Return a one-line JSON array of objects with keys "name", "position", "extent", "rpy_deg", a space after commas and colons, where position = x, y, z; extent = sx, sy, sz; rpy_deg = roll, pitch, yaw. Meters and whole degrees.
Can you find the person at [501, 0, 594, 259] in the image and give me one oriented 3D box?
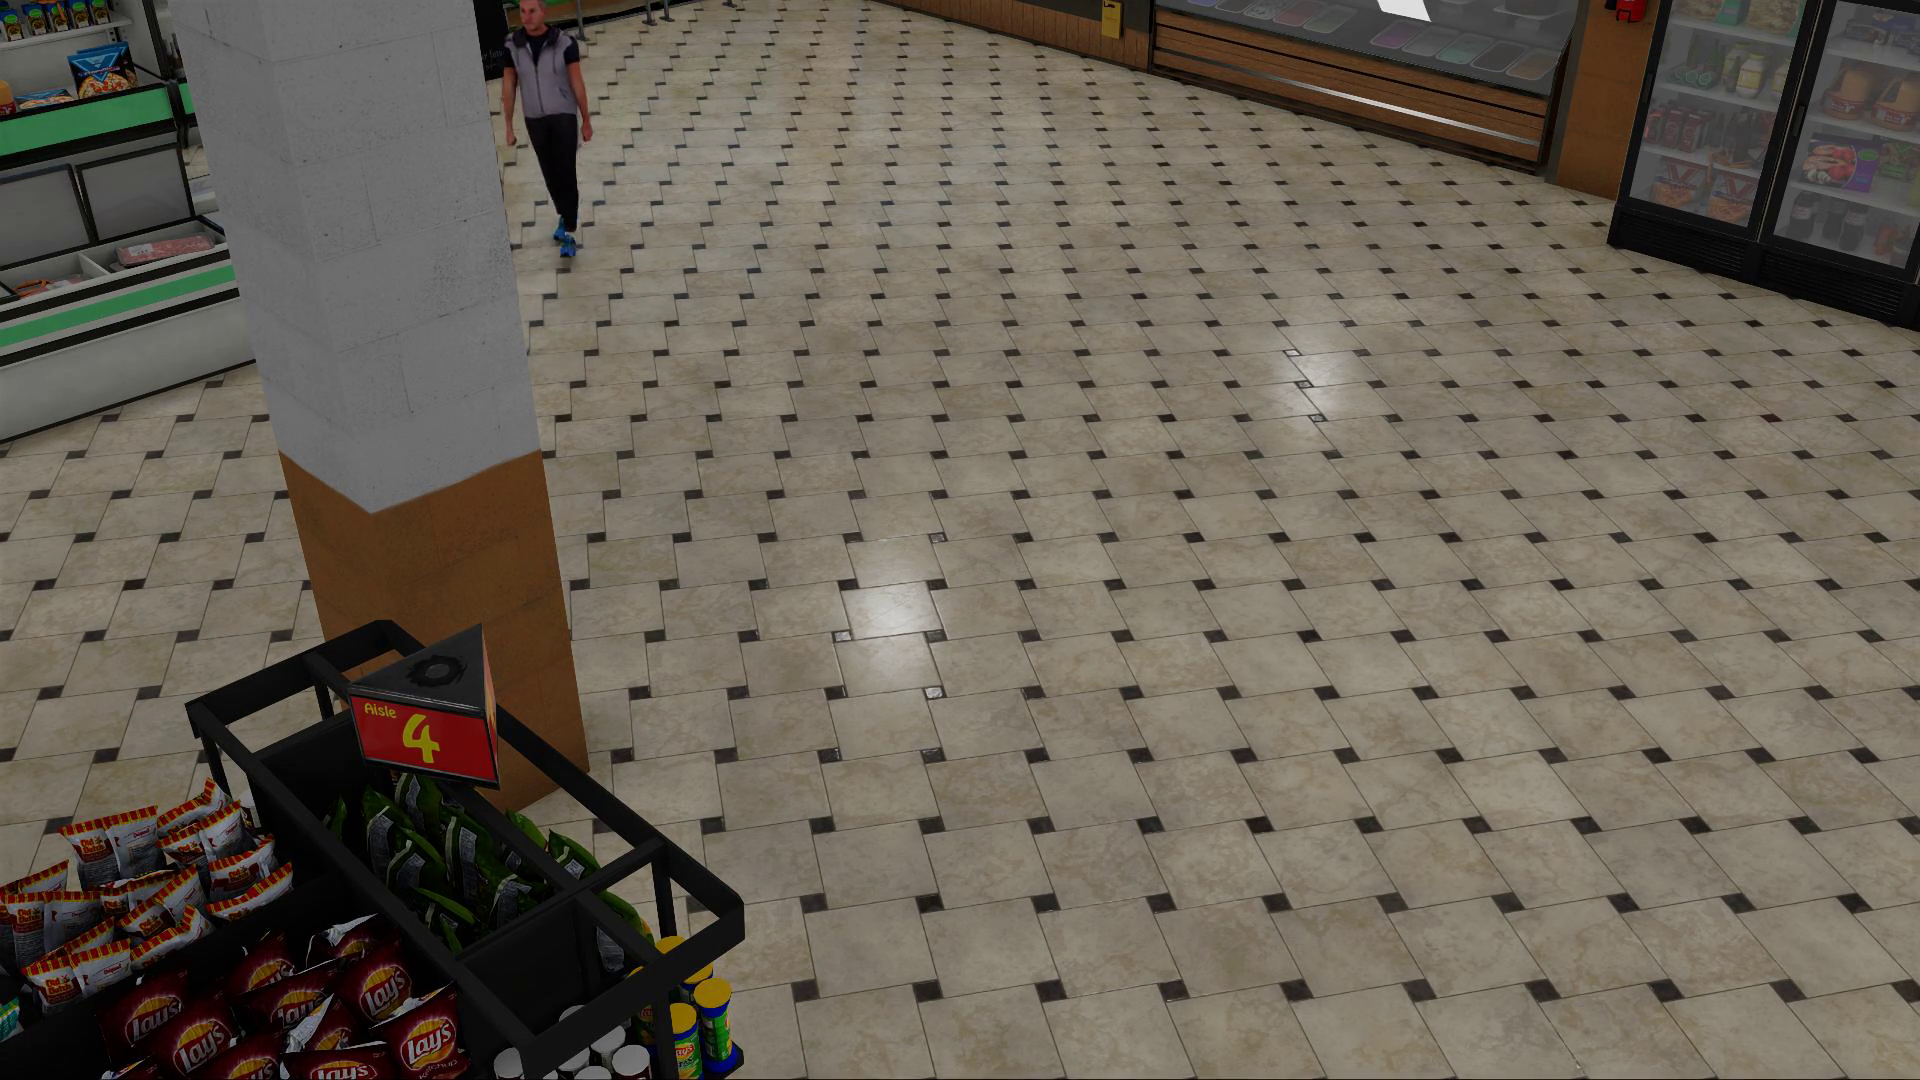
[{"name": "person", "position": [-2.830, -2.948, 11.622], "extent": [1.041, 1.799, 1.122], "rpy_deg": [2, 32, 4]}]
